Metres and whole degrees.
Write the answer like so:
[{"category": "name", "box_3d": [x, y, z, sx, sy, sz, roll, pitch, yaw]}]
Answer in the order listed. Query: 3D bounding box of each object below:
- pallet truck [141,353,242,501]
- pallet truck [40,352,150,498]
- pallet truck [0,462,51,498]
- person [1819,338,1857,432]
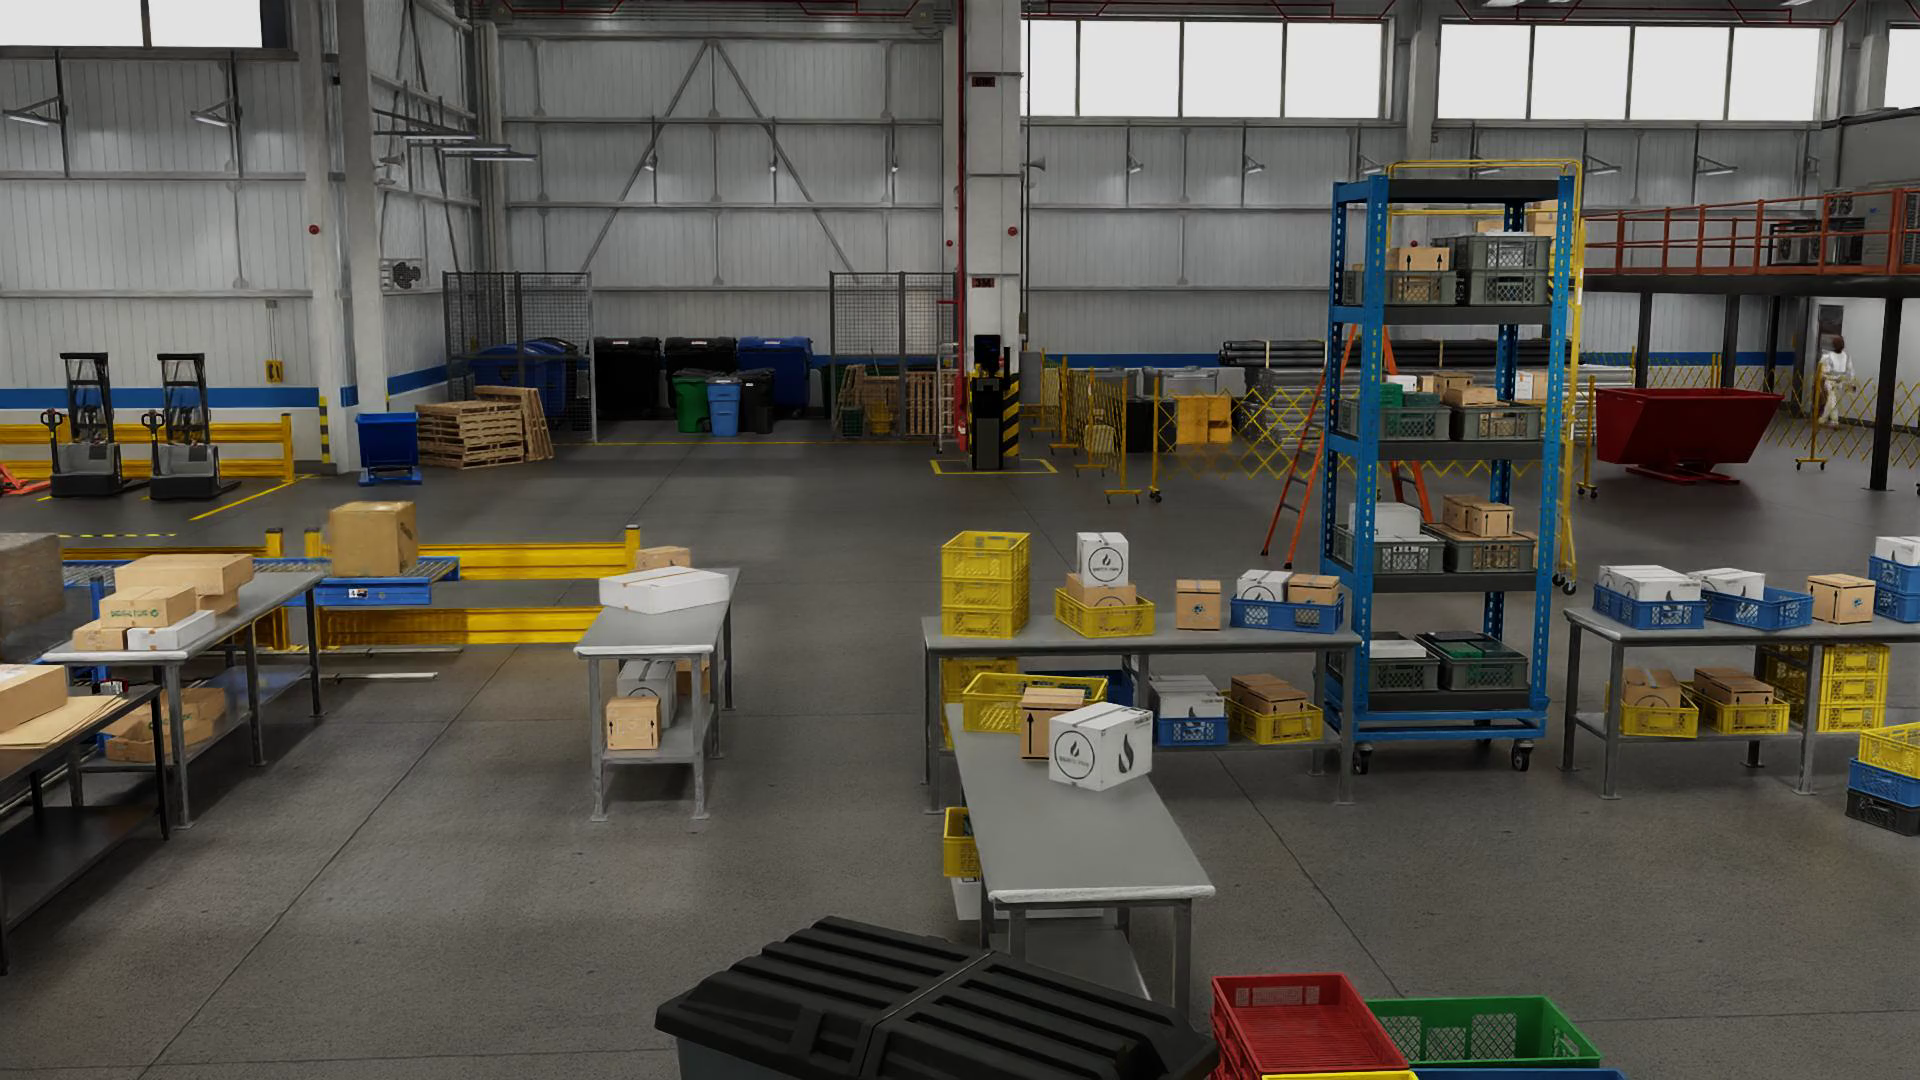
[{"category": "pallet truck", "box_3d": [-10.520, -1.604, 22.925, 0.823, 1.965, 1.885, -1, 9, -6]}, {"category": "pallet truck", "box_3d": [-11.907, -1.642, 23.165, 0.823, 1.965, 1.885, 0, 9, 0]}, {"category": "pallet truck", "box_3d": [-13.193, -1.293, 23.148, 0.653, 1.274, 1.630, -1, 9, -4]}, {"category": "person", "box_3d": [17.069, -3.026, 32.419, 0.587, 1.832, 1.009, -1, 9, -5]}]
